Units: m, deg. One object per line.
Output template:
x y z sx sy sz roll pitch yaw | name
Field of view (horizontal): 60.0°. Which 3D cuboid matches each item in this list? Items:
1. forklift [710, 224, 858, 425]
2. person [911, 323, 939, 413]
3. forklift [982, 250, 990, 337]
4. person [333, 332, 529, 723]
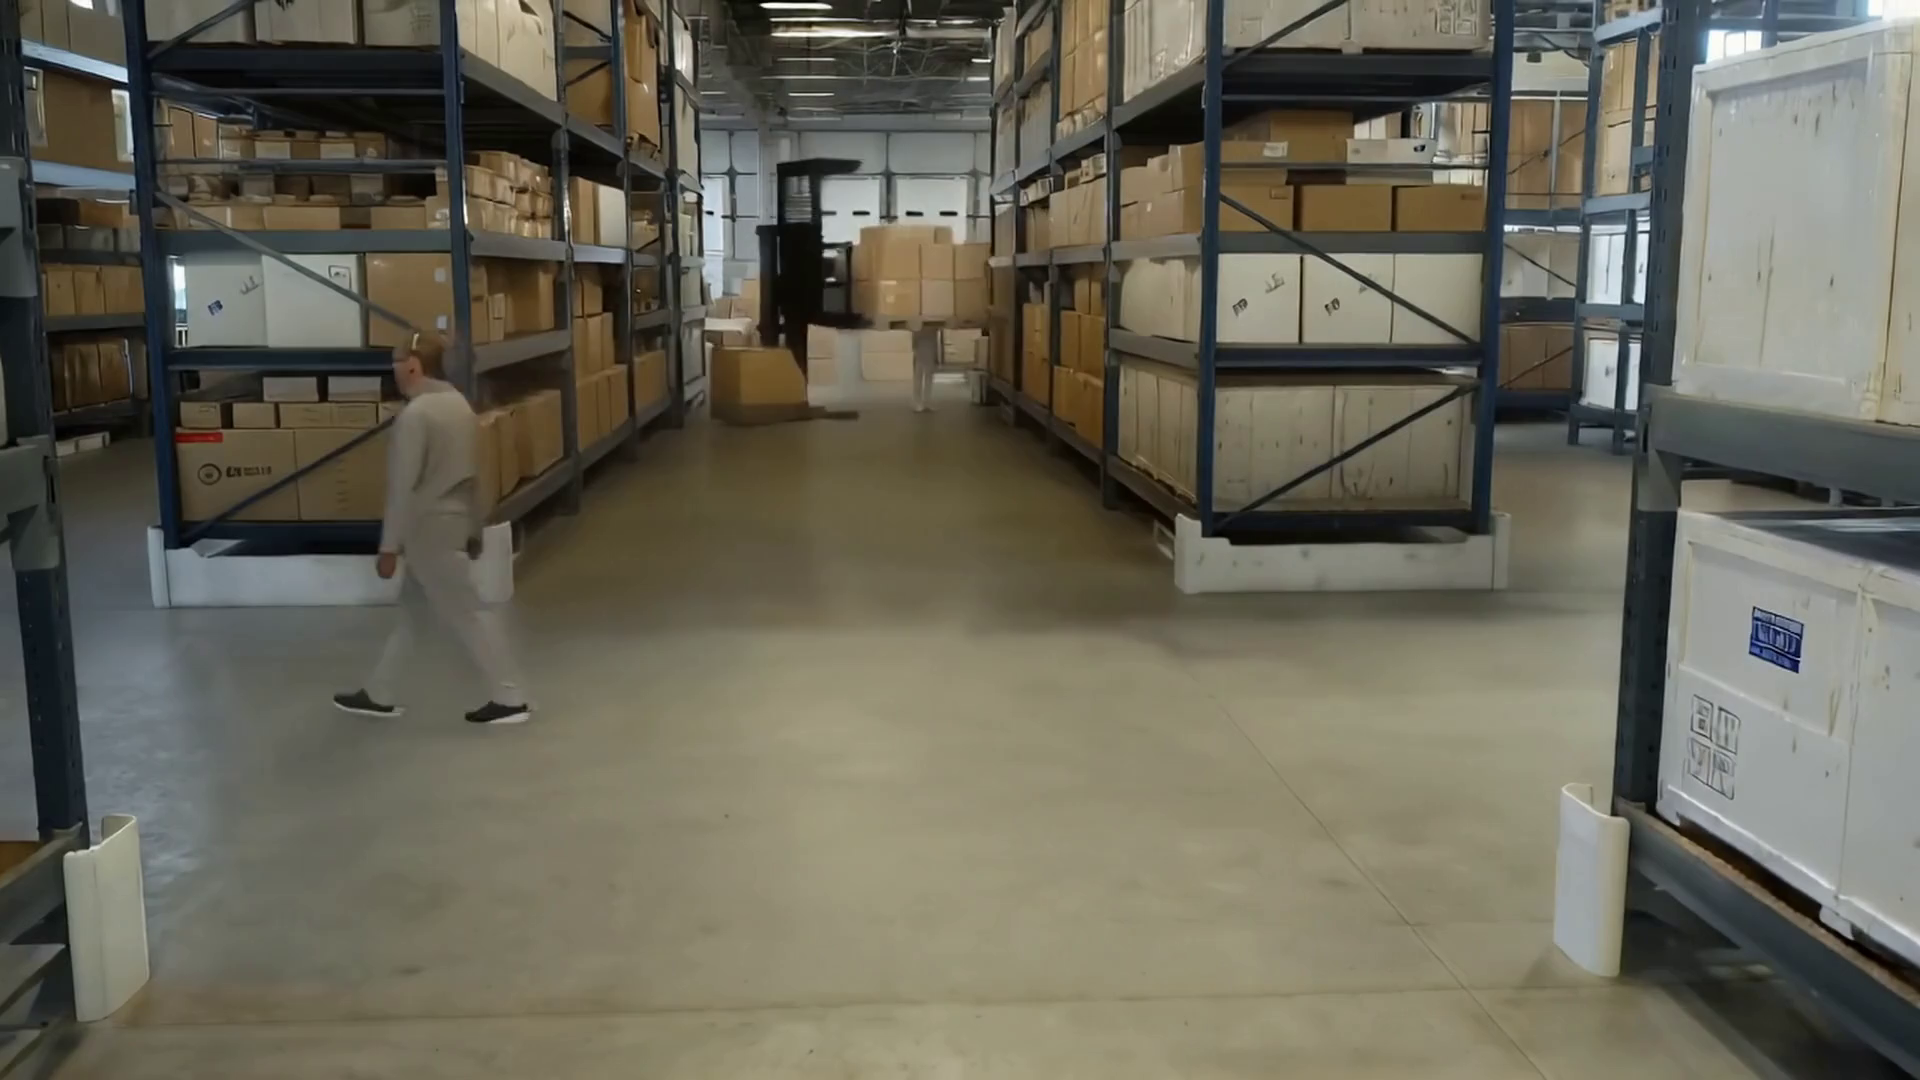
-2.552 -3.093 23.751 1.873 2.768 1.129 -6 11 -34 | forklift
-0.543 -2.794 25.761 0.521 1.638 0.311 -8 12 -43 | person
0.518 -6.911 47.725 1.129 2.768 1.873 2 9 10 | forklift
-2.501 -0.045 7.821 0.991 1.853 0.666 0 9 1 | person
